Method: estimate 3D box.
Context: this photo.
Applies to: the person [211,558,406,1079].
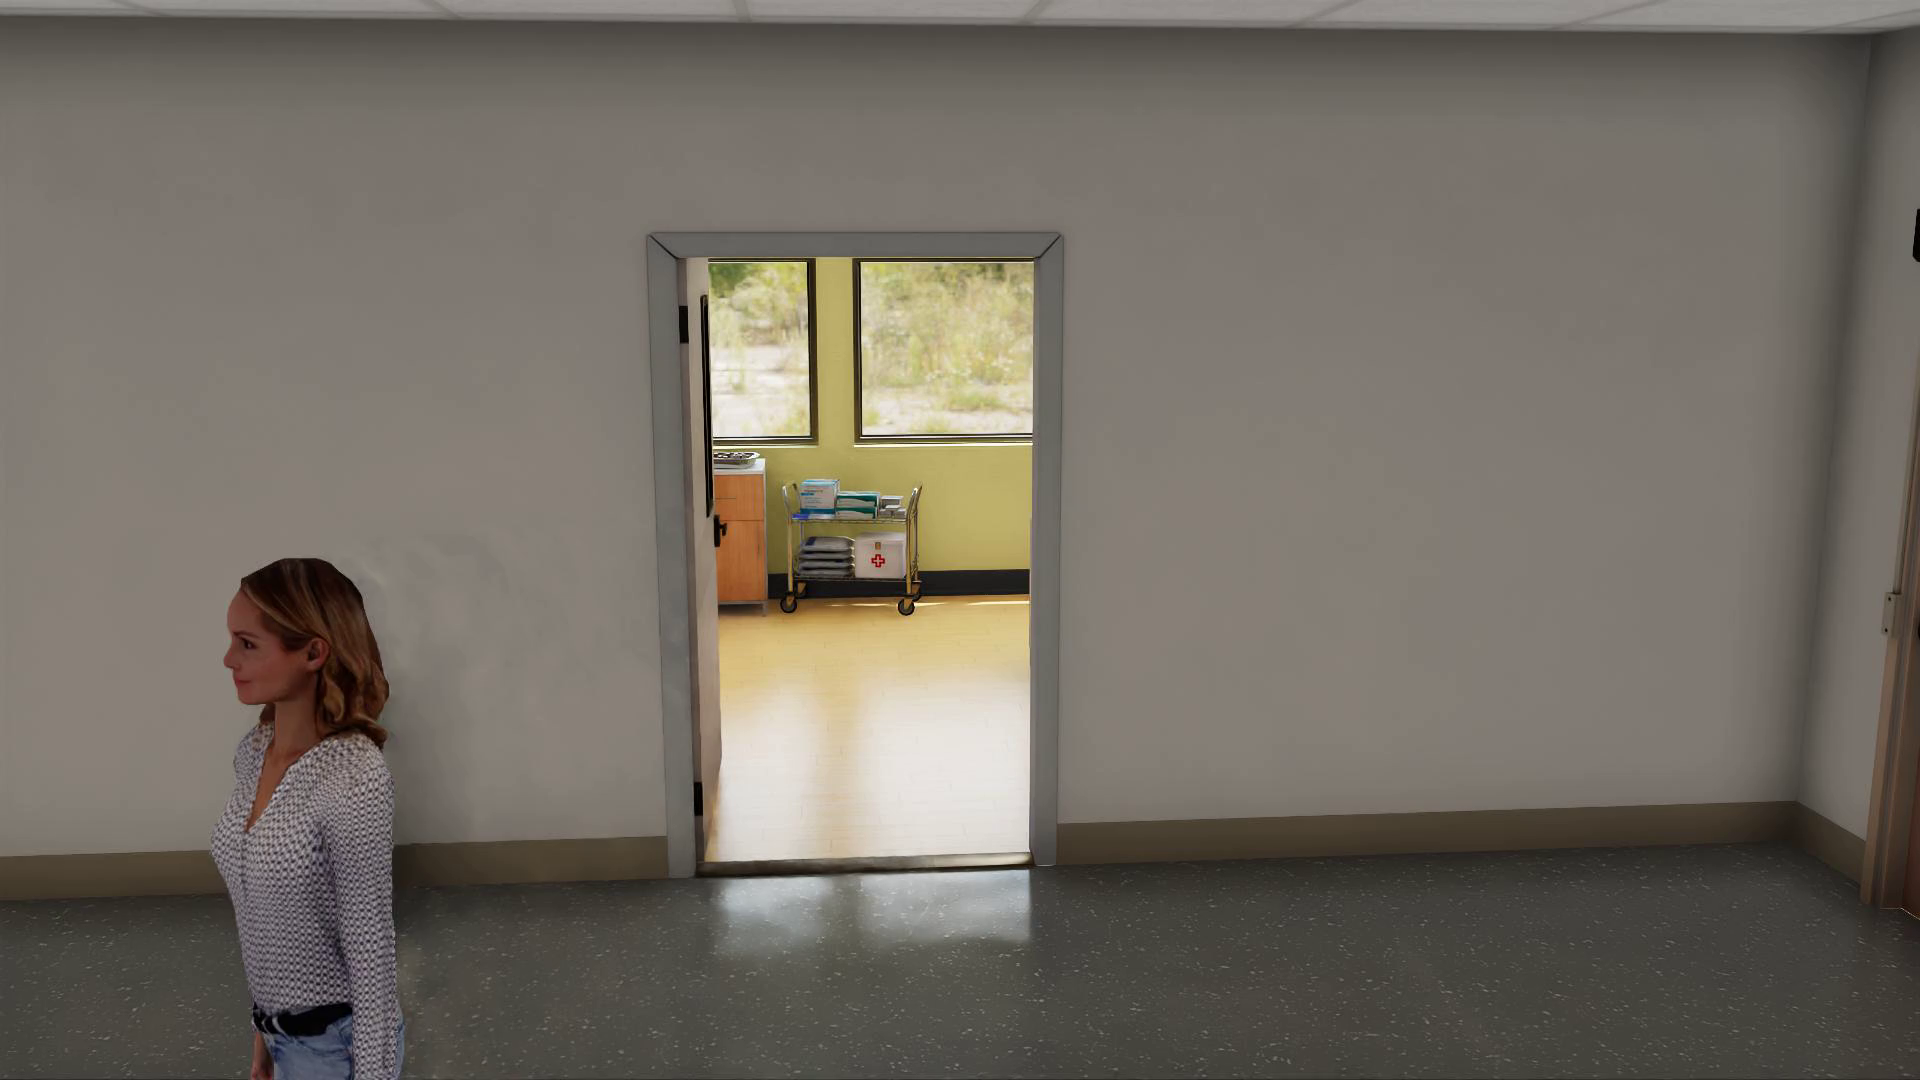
[{"bbox_3d":[-1.040,0.909,2.961,1.139,1.770,1.007,-10,15,-42],"label":"person"}]
